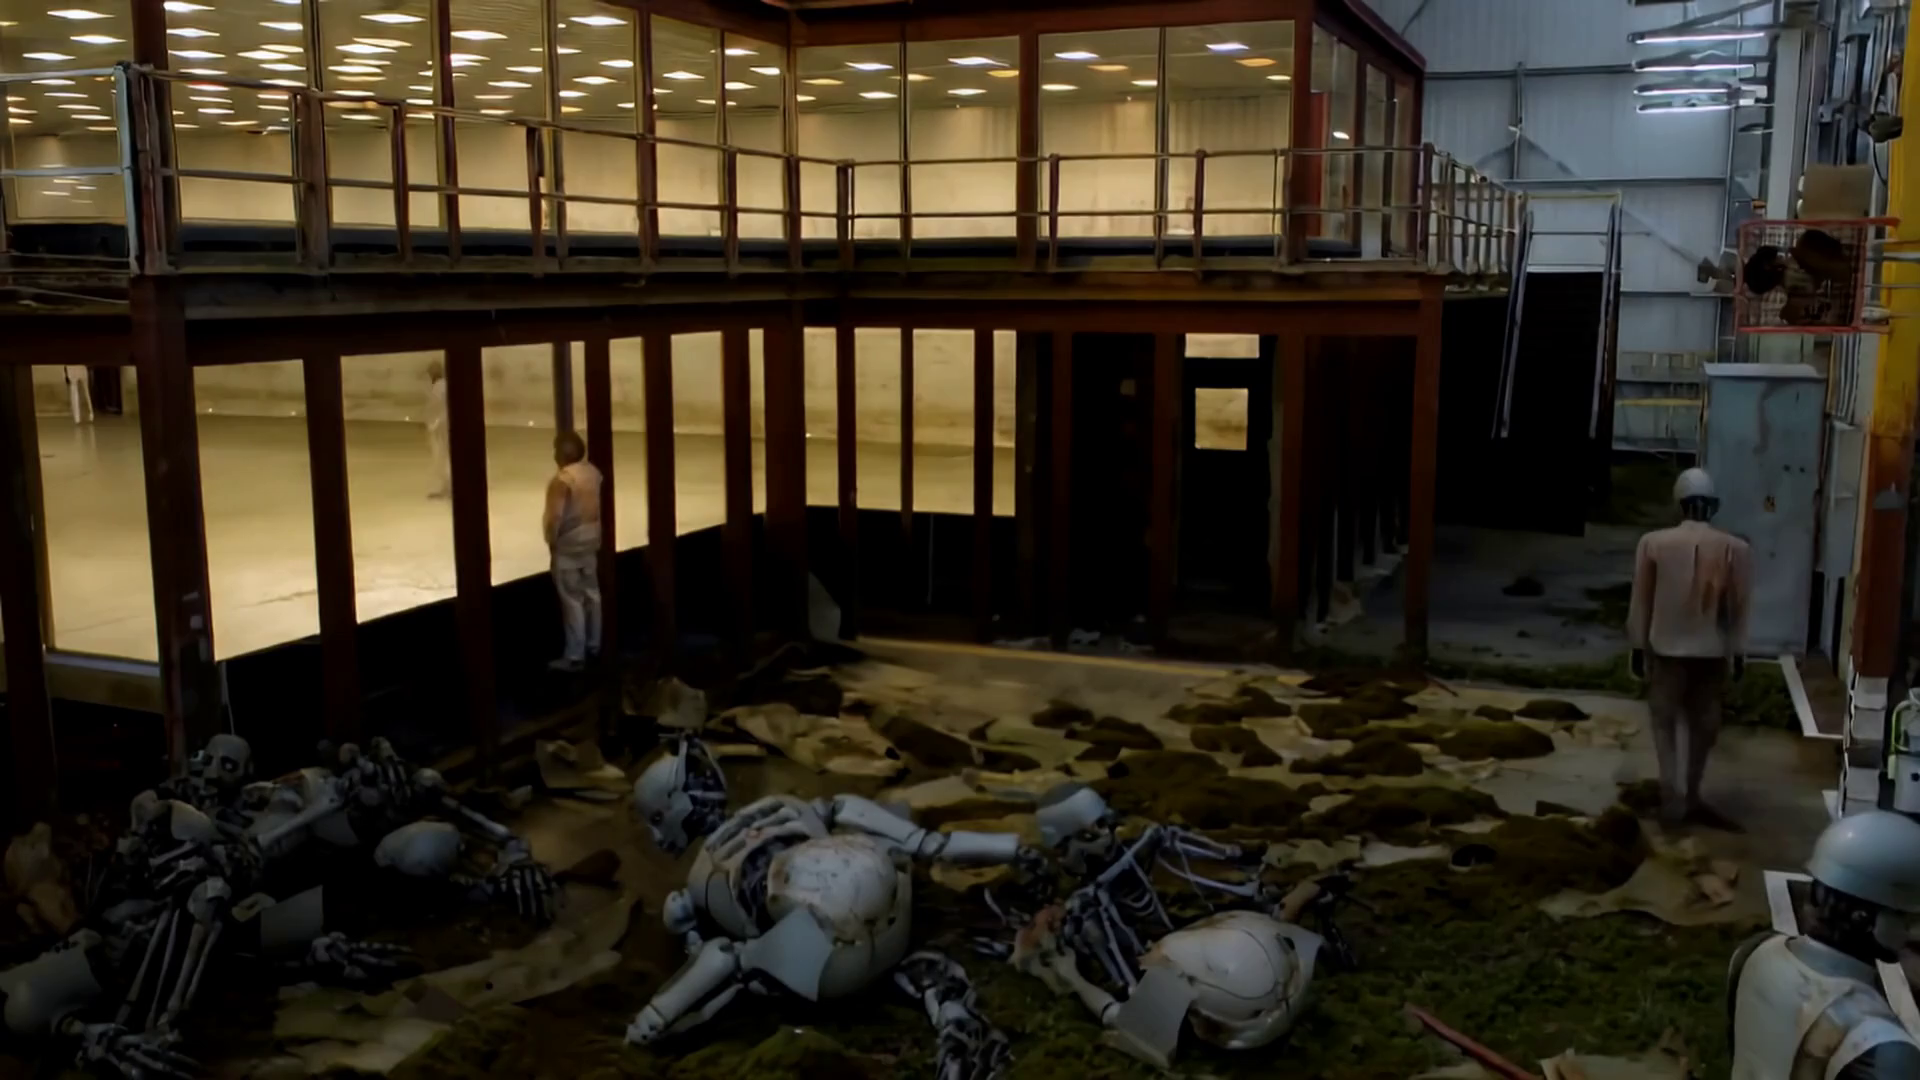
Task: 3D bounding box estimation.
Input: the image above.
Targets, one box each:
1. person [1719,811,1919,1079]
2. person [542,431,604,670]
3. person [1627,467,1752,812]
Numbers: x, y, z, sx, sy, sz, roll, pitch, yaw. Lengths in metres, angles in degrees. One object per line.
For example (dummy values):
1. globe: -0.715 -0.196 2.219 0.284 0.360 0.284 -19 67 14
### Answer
1. person: 1.854 1.520 3.587 0.409 1.937 0.612 0 9 -1
2. person: -2.980 0.079 12.781 0.429 1.844 0.624 2 10 15
3. person: 4.062 0.586 9.282 0.634 1.973 0.721 3 10 20
